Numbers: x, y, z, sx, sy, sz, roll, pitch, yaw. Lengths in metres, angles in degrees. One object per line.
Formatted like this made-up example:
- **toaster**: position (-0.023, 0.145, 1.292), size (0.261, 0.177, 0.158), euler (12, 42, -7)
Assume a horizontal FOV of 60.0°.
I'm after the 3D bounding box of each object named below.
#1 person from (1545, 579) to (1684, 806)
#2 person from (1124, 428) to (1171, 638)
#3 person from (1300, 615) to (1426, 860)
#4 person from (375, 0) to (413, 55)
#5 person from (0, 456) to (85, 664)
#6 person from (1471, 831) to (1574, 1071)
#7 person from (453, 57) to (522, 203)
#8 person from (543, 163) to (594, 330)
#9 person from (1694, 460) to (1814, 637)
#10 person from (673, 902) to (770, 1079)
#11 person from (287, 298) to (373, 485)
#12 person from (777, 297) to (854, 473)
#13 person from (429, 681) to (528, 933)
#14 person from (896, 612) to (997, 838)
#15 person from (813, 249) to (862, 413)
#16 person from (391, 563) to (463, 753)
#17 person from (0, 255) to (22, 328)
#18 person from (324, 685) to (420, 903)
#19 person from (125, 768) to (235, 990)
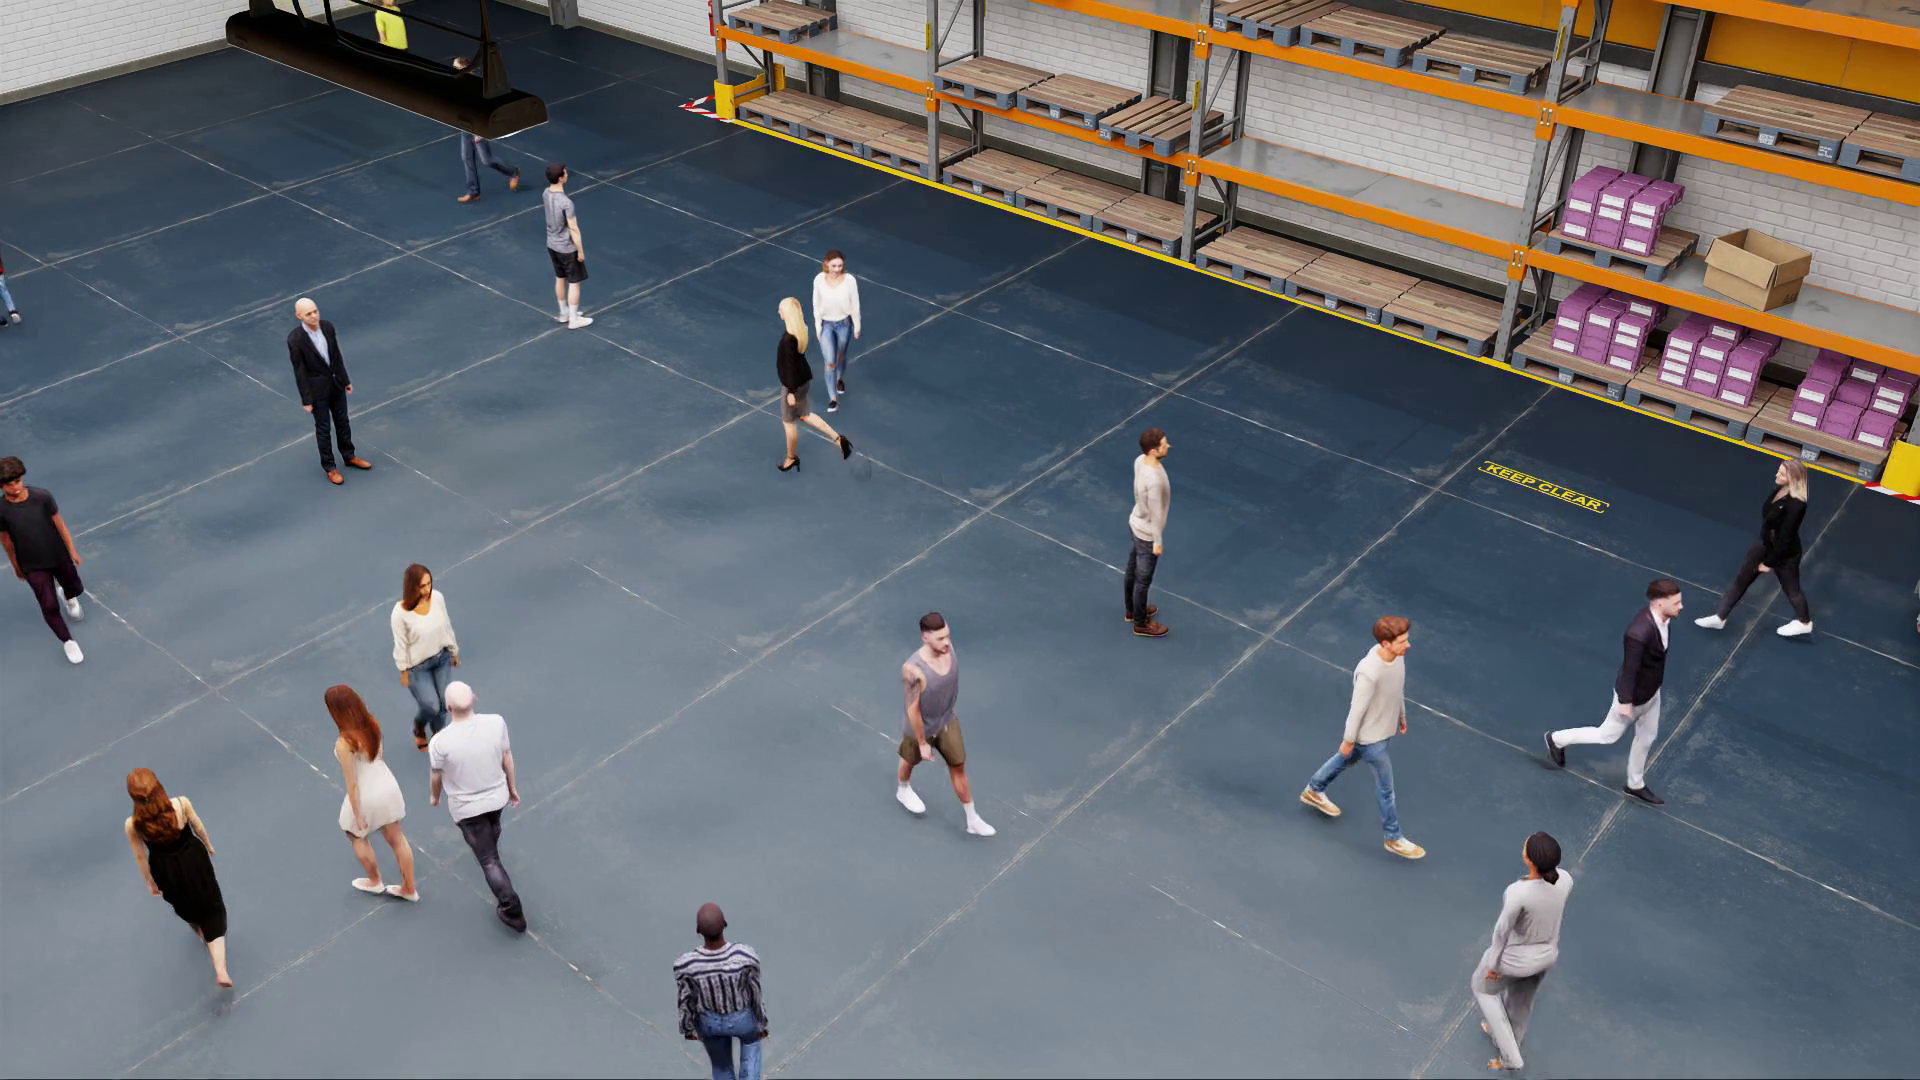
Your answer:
- **person**: position (4.662, 1.029, 11.695), size (1.127, 1.817, 0.688), euler (26, 42, 34)
- **person**: position (1.489, -0.081, 13.320), size (0.803, 1.868, 0.723), euler (-5, 34, -8)
- **person**: position (2.714, 1.260, 11.314), size (1.207, 1.855, 0.744), euler (22, 39, 29)
- **person**: position (-8.259, -7.174, 24.158), size (0.929, 1.682, 0.701), euler (21, 39, 29)
- **person**: position (-7.268, 0.081, 13.169), size (0.774, 1.764, 1.072), euler (-23, 40, -30)
- **person**: position (3.324, 2.446, 9.648), size (0.808, 1.724, 0.871), euler (-12, 35, -17)
- **person**: position (-6.049, -5.215, 21.076), size (0.812, 1.831, 1.065), euler (-26, 42, -34)
- **person**: position (-4.300, -3.181, 17.988), size (0.522, 1.863, 0.735), euler (28, 43, 35)
- **person**: position (6.592, 0.118, 13.233), size (1.209, 1.633, 1.076), euler (2, 34, 3)
- **person**: position (-1.272, 2.736, 9.161), size (0.793, 1.780, 0.843), euler (-6, 34, -8)
- **person**: position (-5.880, -1.415, 15.388), size (0.614, 1.800, 0.713), euler (20, 38, 27)
- **person**: position (-1.410, -1.386, 15.317), size (1.087, 1.829, 0.914), euler (6, 34, 8)
- **person**: position (-3.035, 1.747, 10.654), size (0.761, 1.773, 1.246), euler (-28, 43, -35)
- **person**: position (-0.265, 1.211, 11.446), size (0.752, 1.803, 1.164), euler (-25, 41, -33)
- **person**: position (-1.255, -2.170, 16.660), size (1.033, 1.649, 1.088), euler (-1, 34, -1)
- **person**: position (-3.924, 0.855, 12.090), size (0.636, 1.671, 0.629), euler (27, 42, 35)
- **person**: position (-10.545, -2.892, 18.106), size (0.578, 1.250, 0.508), euler (24, 41, 32)
- **person**: position (-3.741, 1.691, 10.827), size (0.789, 1.675, 0.683), euler (12, 35, 17)
- **person**: position (-4.803, 2.100, 10.285), size (0.828, 1.594, 1.117), euler (-16, 37, -22)
